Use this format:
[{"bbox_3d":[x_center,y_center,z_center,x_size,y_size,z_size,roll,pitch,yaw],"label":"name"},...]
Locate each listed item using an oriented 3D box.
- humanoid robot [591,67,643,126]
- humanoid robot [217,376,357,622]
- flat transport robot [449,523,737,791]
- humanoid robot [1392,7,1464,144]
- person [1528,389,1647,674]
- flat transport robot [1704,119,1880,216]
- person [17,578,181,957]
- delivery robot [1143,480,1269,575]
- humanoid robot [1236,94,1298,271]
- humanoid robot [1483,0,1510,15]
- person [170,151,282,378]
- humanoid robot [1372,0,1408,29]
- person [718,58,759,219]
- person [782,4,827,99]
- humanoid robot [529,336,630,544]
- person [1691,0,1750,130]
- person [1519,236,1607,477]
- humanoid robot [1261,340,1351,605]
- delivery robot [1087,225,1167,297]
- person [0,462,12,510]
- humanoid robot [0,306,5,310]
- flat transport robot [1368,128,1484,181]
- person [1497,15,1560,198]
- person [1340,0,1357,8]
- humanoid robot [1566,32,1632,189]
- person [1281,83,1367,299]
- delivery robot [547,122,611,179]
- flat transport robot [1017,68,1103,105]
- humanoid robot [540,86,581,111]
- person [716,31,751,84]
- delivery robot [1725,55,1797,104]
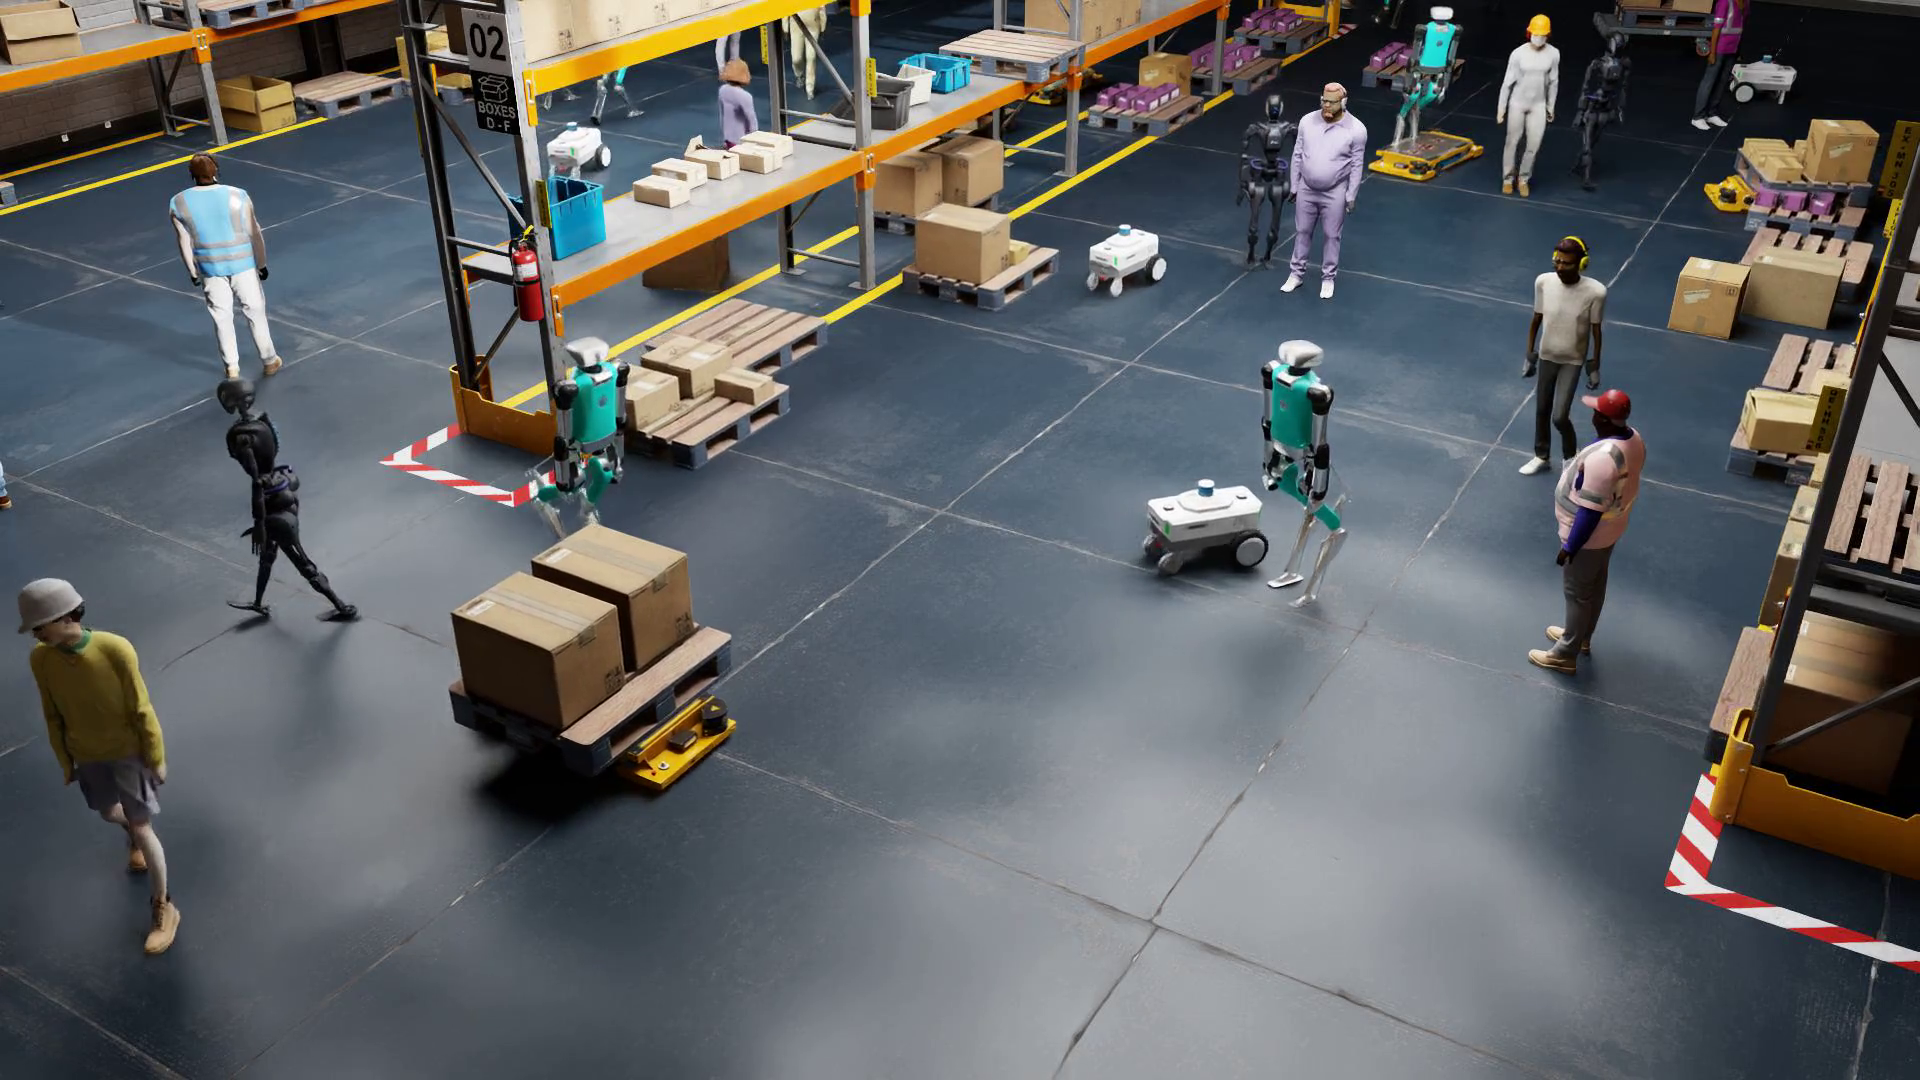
[{"bbox_3d":[-4.195,-5.799,19.766,0.565,1.831,0.867,15,33,25],"label":"humanoid robot"},{"bbox_3d":[-4.132,-0.208,9.913,0.765,1.634,0.599,-6,30,-11],"label":"humanoid robot"},{"bbox_3d":[-2.015,0.944,9.271,1.431,0.231,0.659,16,33,27],"label":"flat transport robot"},{"bbox_3d":[5.084,-5.009,18.347,0.548,1.802,0.791,-3,30,-6],"label":"humanoid robot"},{"bbox_3d":[3.594,-0.057,9.533,0.419,1.755,0.612,22,36,33],"label":"person"},{"bbox_3d":[8.560,-3.567,17.252,1.431,0.231,0.659,4,30,8],"label":"flat transport robot"},{"bbox_3d":[-3.915,0.941,7.685,0.514,1.842,0.868,-3,30,-5],"label":"person"},{"bbox_3d":[1.599,-0.107,10.844,0.802,0.598,0.499,-9,31,-15],"label":"delivery robot"},{"bbox_3d":[2.867,-3.293,15.341,0.599,1.652,0.322,0,29,-1],"label":"humanoid robot"},{"bbox_3d":[8.152,-8.732,24.964,0.590,1.640,0.386,-11,31,-19],"label":"humanoid robot"},{"bbox_3d":[-5.806,-2.165,13.174,0.625,1.844,0.429,-9,31,-16],"label":"person"},{"bbox_3d":[6.239,-8.159,23.889,0.552,1.738,1.003,-1,29,-2],"label":"humanoid robot"},{"bbox_3d":[-2.182,-3.979,16.600,0.332,1.622,0.519,-20,35,-32],"label":"person"},{"bbox_3d":[-1.944,-6.436,20.837,0.561,1.735,0.475,-3,30,-5],"label":"person"},{"bbox_3d":[-2.395,-0.480,10.300,0.804,1.757,0.530,21,36,33],"label":"humanoid robot"},{"bbox_3d":[9.007,-5.777,19.557,0.511,1.846,0.332,-15,33,-25],"label":"person"},{"bbox_3d":[4.176,-1.234,11.542,0.545,1.838,0.460,24,37,36],"label":"person"},{"bbox_3d":[2.175,-0.426,10.199,0.703,1.769,0.530,-17,34,-28],"label":"humanoid robot"},{"bbox_3d":[1.501,-2.592,15.215,0.499,0.575,0.759,23,37,35],"label":"delivery robot"},{"bbox_3d":[-6.806,-1.034,11.029,0.389,1.985,0.608,14,32,23],"label":"person"},{"bbox_3d":[-8.812,-2.744,14.409,0.778,1.621,0.602,22,36,34],"label":"humanoid robot"},{"bbox_3d":[5.212,-4.299,18.546,0.659,0.231,1.431,24,37,36],"label":"flat transport robot"},{"bbox_3d":[5.886,-4.474,17.224,0.599,1.874,0.580,4,30,7],"label":"person"},{"bbox_3d":[5.964,-9.039,25.435,0.330,1.751,0.588,-26,38,-37],"label":"person"},{"bbox_3d":[6.771,-4.555,17.606,0.586,1.629,0.735,-8,31,-14],"label":"humanoid robot"},{"bbox_3d":[3.215,-3.093,14.751,0.638,1.909,0.410,14,33,24],"label":"person"},{"bbox_3d":[-4.204,-4.265,18.189,0.499,0.589,0.791,8,30,13],"label":"delivery robot"},{"bbox_3d":[1.220,-5.839,21.271,0.659,0.231,1.431,17,34,27],"label":"flat transport robot"},{"bbox_3d":[-4.991,-6.157,20.409,0.900,1.840,0.553,-26,39,-38],"label":"humanoid robot"},{"bbox_3d":[-2.992,-6.896,21.433,0.423,1.949,0.501,22,36,34],"label":"person"},{"bbox_3d":[10.033,-5.769,20.858,0.767,0.596,0.525,6,30,10],"label":"delivery robot"}]
